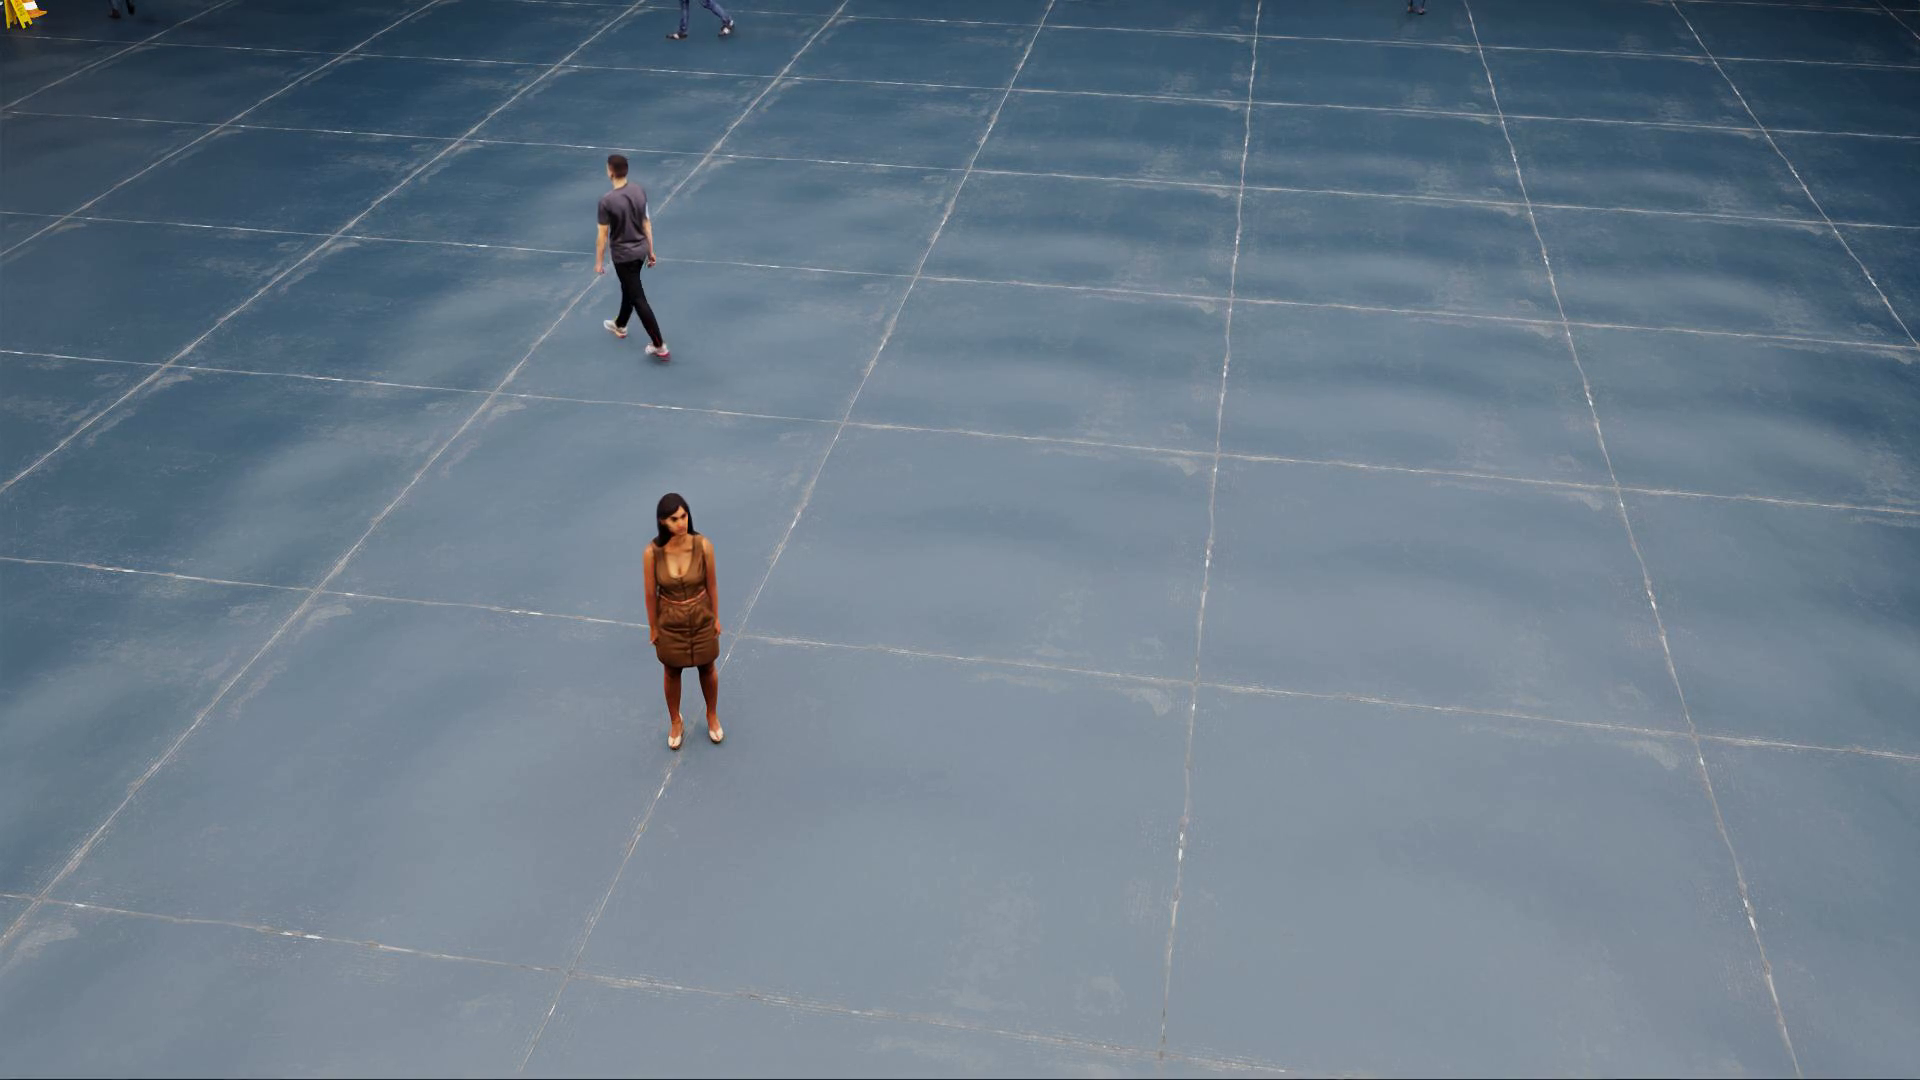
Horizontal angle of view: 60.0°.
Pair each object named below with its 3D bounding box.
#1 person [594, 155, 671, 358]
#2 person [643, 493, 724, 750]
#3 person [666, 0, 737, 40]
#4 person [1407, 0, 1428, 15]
[{"bbox_3d":[-2.748,-2.351,14.055,1.255,1.721,1.032,25,40,34],"label":"person"},{"bbox_3d":[-1.586,0.473,9.607,0.568,1.690,0.697,-7,33,-11],"label":"person"},{"bbox_3d":[-3.480,-7.648,22.343,1.279,1.836,1.039,-11,34,-17],"label":"person"},{"bbox_3d":[6.566,-8.186,23.689,0.493,1.309,0.605,16,36,23],"label":"person"}]
